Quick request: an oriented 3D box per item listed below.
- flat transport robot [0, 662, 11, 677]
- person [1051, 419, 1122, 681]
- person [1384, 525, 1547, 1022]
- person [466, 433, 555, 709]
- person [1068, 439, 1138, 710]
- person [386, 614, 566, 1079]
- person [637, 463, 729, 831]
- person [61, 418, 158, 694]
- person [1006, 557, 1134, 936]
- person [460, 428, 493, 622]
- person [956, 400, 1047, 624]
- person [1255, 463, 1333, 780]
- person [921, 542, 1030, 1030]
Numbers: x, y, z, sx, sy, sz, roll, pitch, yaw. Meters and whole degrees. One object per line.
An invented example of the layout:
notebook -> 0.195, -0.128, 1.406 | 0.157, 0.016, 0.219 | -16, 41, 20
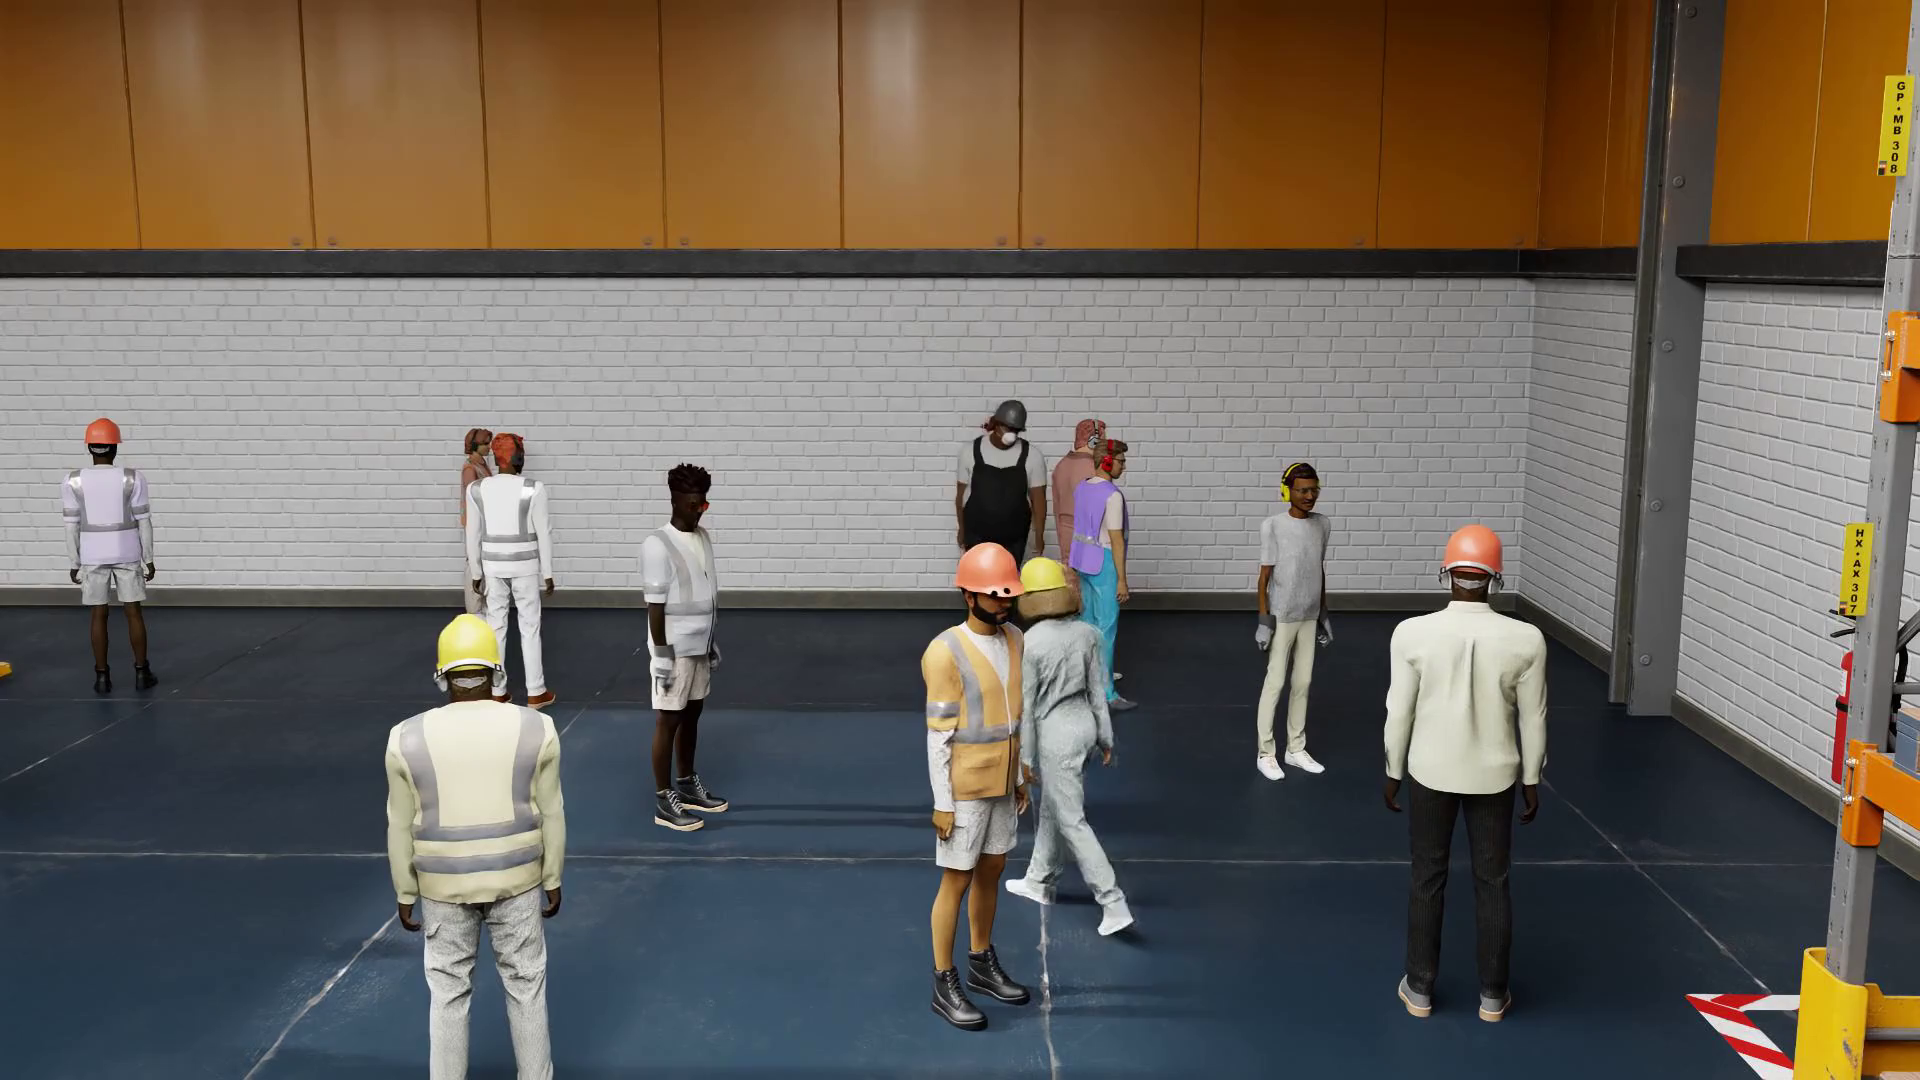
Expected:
flat transport robot -> -7.465, 0.970, 11.552 | 0.652, 0.197, 1.431 | 4, 10, 20
person -> 0.933, 0.070, 12.074 | 0.406, 1.903, 0.639 | -5, 11, -26
person -> 2.009, 0.928, 6.651 | 0.622, 1.992, 0.396 | 2, 10, 12
person -> -3.031, 0.215, 11.251 | 0.578, 1.882, 0.346 | 1, 10, 5
person -> 0.949, 0.234, 11.278 | 0.387, 1.838, 0.563 | -4, 10, -24
person -> -1.668, 1.163, 5.776 | 0.591, 1.823, 0.405 | -3, 10, -16
person -> -1.481, 0.560, 8.962 | 0.376, 1.959, 0.600 | 3, 10, 19
person -> -5.976, 0.111, 11.716 | 0.553, 1.935, 0.362 | -4, 10, -22
person -> 0.514, 0.926, 7.562 | 0.504, 1.691, 0.854 | -9, 13, -43
person -> -4.057, -0.126, 14.033 | 0.311, 1.636, 0.523 | -1, 10, -5
person -> 0.321, -0.118, 12.780 | 0.701, 2.000, 0.593 | 0, 9, -2
person -> 1.971, 0.469, 9.780 | 0.531, 1.869, 0.310 | -5, 11, -27
person -> 0.100, 0.961, 6.626 | 0.373, 1.934, 0.551 | 8, 12, 39
